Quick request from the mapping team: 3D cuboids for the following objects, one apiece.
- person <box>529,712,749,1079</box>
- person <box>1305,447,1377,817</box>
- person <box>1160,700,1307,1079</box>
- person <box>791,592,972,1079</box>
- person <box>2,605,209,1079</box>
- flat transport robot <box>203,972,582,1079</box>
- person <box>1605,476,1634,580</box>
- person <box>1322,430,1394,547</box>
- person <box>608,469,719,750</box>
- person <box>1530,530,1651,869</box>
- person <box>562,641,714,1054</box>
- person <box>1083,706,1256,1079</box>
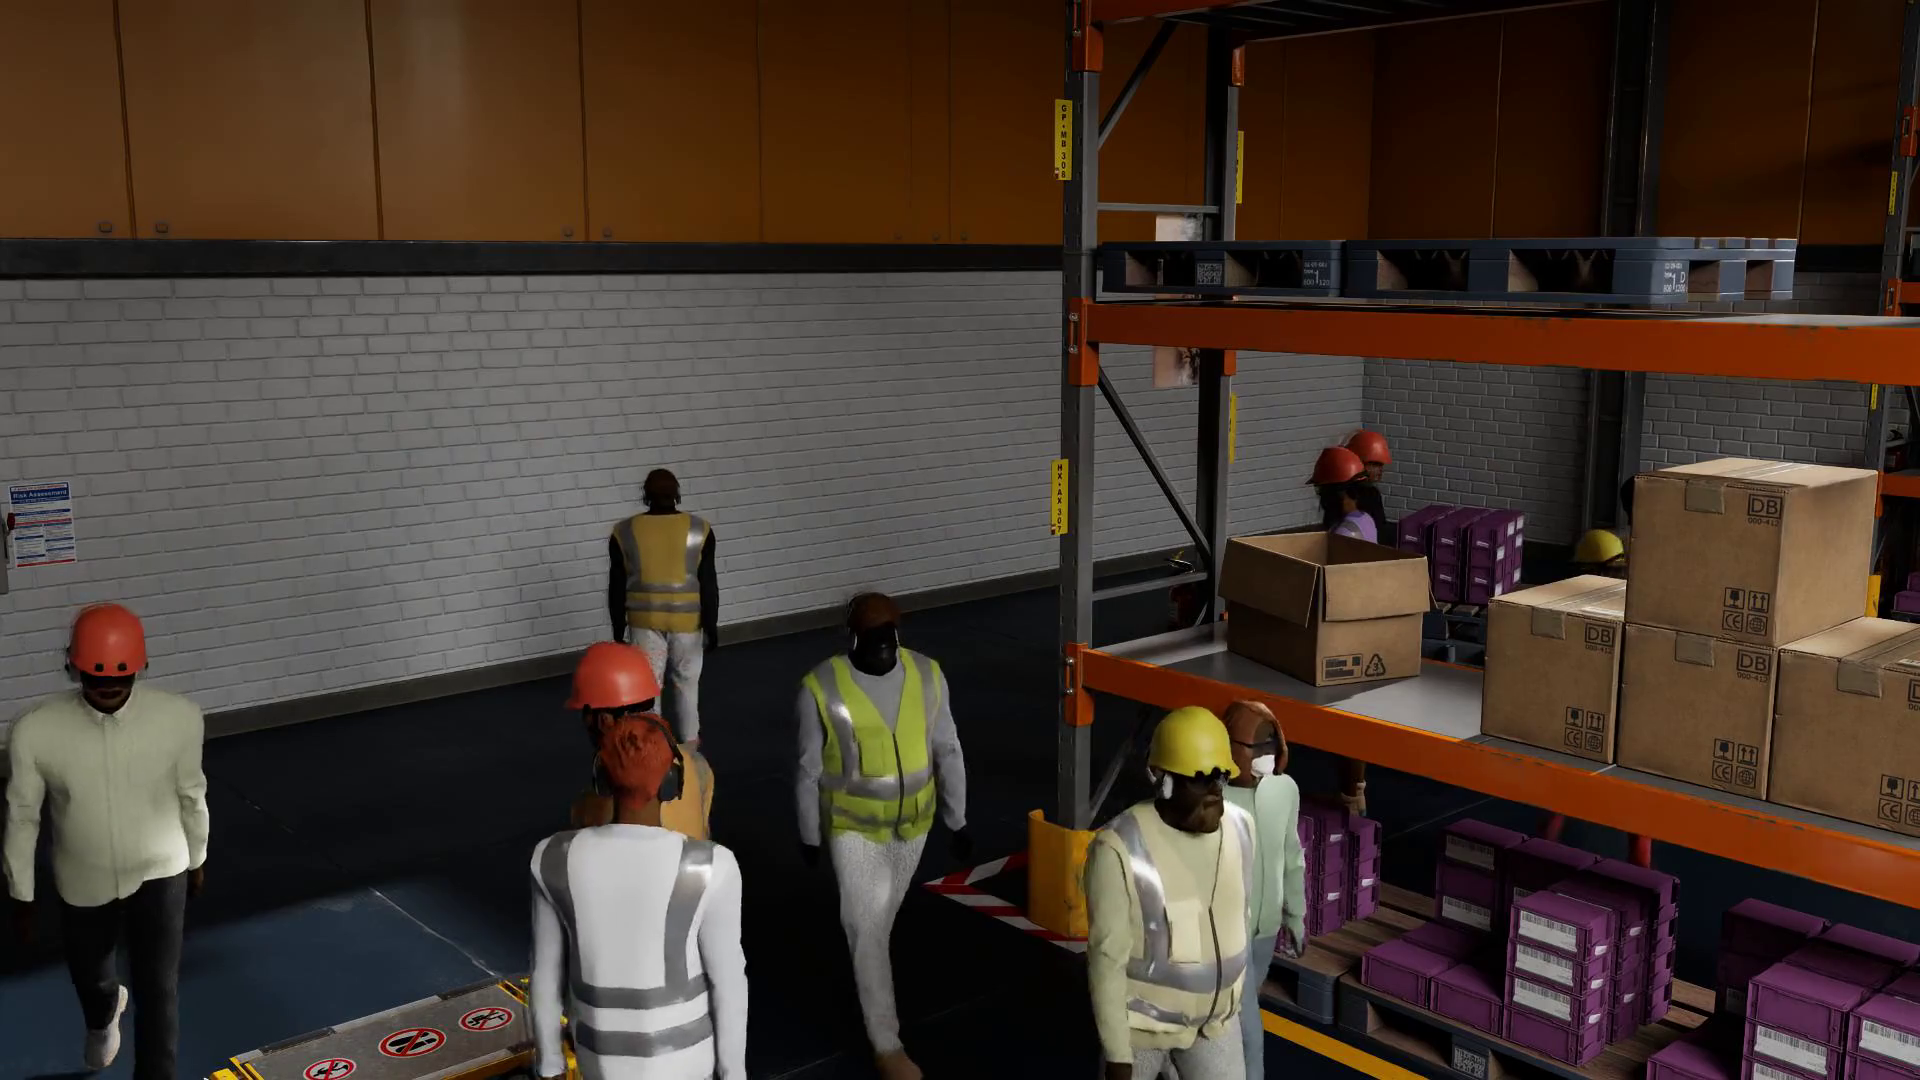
[{"bbox_3d":[-0.847,1.375,4.345,0.583,1.866,0.653,2,10,9],"label":"person"},{"bbox_3d":[1.996,0.522,8.823,0.395,2.038,0.614,4,11,24],"label":"person"},{"bbox_3d":[0.905,1.294,5.589,0.507,1.605,0.795,-6,12,-33],"label":"person"},{"bbox_3d":[-0.299,1.075,6.333,0.622,1.796,0.939,-5,11,-28],"label":"person"},{"bbox_3d":[-2.942,1.109,5.767,0.642,1.929,1.077,-5,11,-27],"label":"person"},{"bbox_3d":[-2.018,1.903,5.912,1.431,0.197,0.652,-8,13,-41],"label":"flat transport robot"},{"bbox_3d":[3.666,0.567,9.062,0.329,1.872,0.507,-4,11,-24],"label":"person"},{"bbox_3d":[2.558,0.295,10.373,0.922,1.950,0.635,6,11,31],"label":"person"},{"bbox_3d":[-1.751,0.469,9.858,0.645,1.803,0.875,-1,10,-6],"label":"person"},{"bbox_3d":[3.020,0.814,8.016,0.527,1.730,0.836,-8,12,-37],"label":"person"},{"bbox_3d":[-0.960,1.245,4.929,0.416,1.922,0.594,5,11,26],"label":"person"},{"bbox_3d":[0.607,1.335,4.832,0.609,1.784,0.965,-5,11,-28],"label":"person"}]
